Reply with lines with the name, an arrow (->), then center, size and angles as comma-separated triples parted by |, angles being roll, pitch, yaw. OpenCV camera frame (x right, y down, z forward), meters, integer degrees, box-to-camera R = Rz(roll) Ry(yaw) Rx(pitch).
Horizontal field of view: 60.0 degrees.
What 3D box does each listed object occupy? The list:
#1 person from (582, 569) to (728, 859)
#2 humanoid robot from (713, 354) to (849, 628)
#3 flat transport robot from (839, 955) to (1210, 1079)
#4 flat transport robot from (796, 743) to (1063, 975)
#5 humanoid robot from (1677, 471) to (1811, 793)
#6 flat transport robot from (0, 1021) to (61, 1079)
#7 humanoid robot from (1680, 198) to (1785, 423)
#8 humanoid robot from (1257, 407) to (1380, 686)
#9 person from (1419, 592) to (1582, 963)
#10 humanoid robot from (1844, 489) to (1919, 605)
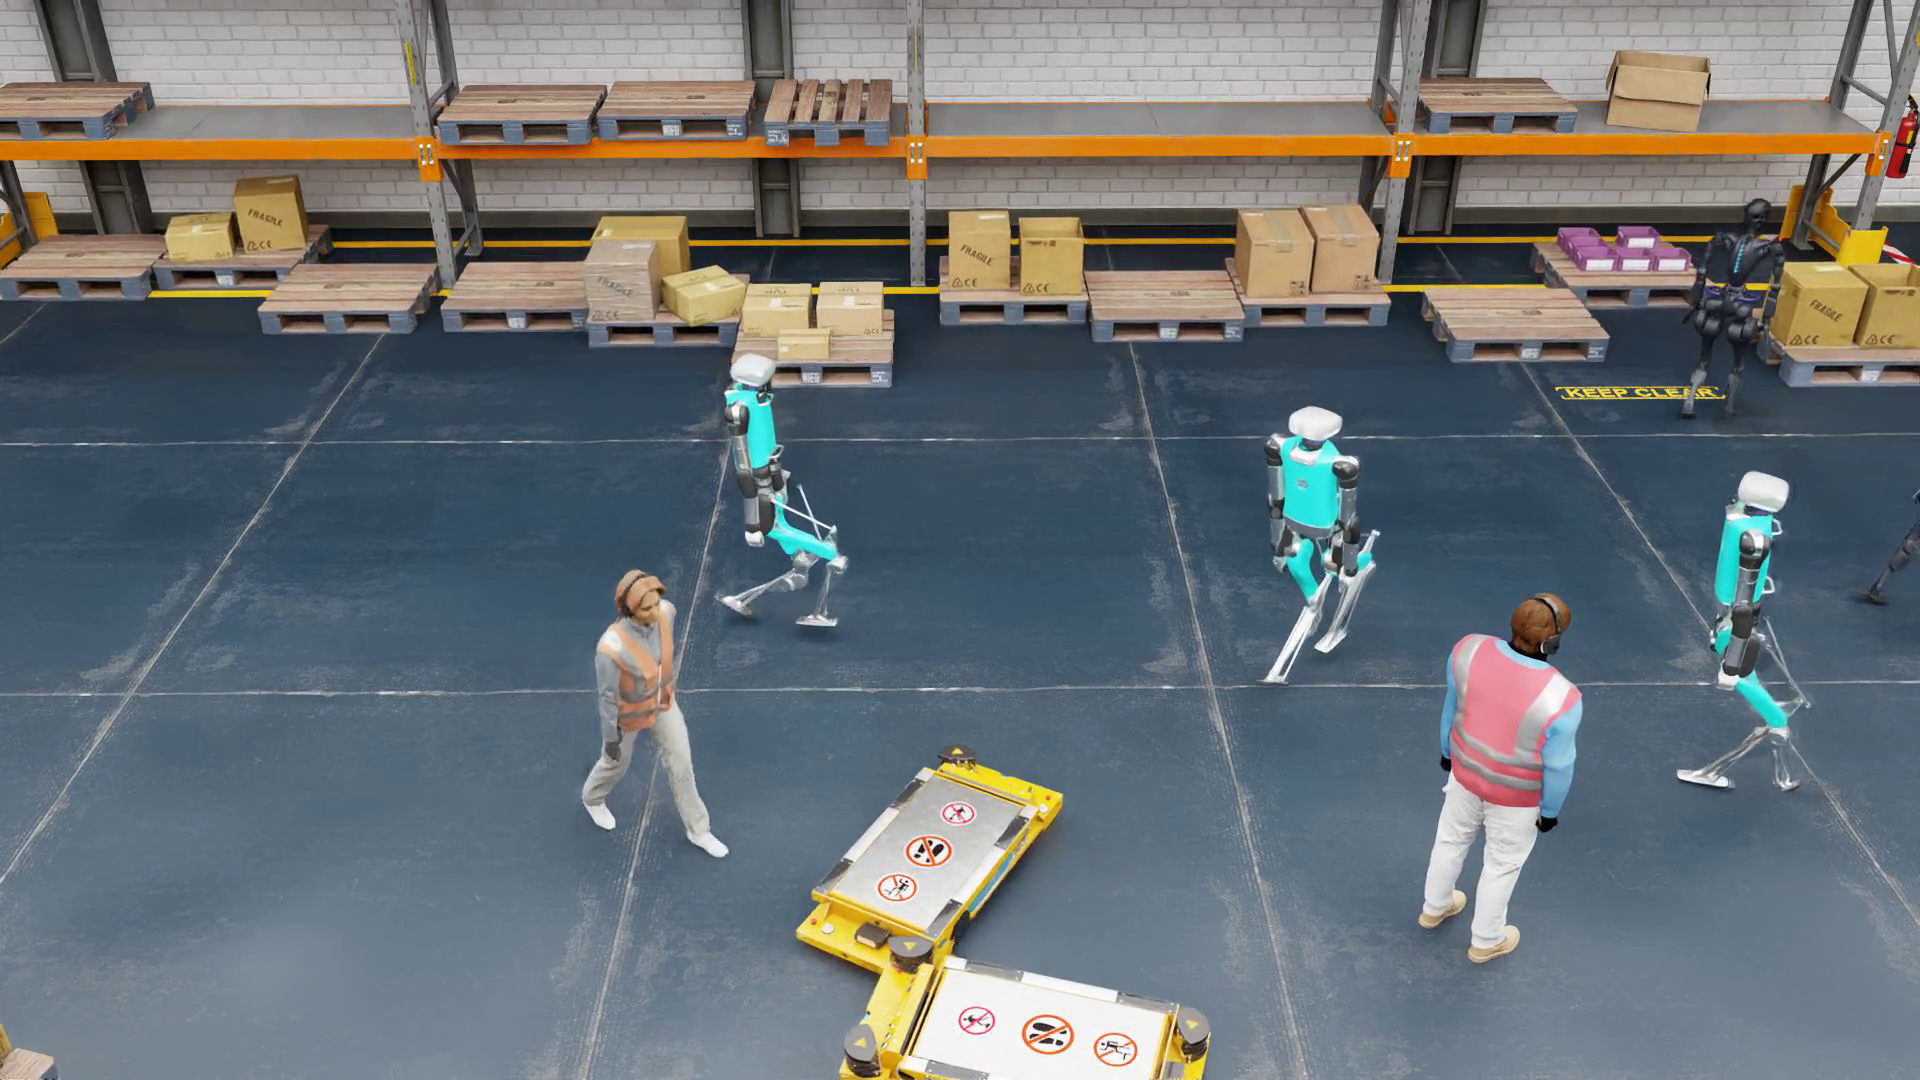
person -> -1.546, 0.784, 7.825 | 0.818, 1.587, 0.530 | 19, 36, 29
humanoid robot -> -0.966, -0.204, 9.319 | 0.997, 1.741, 0.557 | 5, 31, 9
flat transport robot -> 0.279, 2.114, 6.892 | 1.431, 0.231, 0.659 | 8, 32, 14
flat transport robot -> -0.114, 1.509, 7.899 | 0.659, 0.231, 1.431 | 16, 34, 24
humanoid robot -> 3.980, 0.574, 8.129 | 0.773, 1.891, 0.544 | 9, 32, 14
flat transport robot -> -4.127, 2.512, 6.228 | 1.431, 0.231, 0.659 | 9, 32, 14
humanoid robot -> 5.406, -1.593, 11.717 | 0.606, 1.665, 0.412 | 22, 37, 31
humanoid robot -> 1.975, 0.004, 8.983 | 0.553, 1.718, 1.043 | 23, 38, 34
person -> 2.345, 1.021, 7.200 | 0.431, 1.836, 0.628 | -23, 38, -33
humanoid robot -> 5.709, -0.257, 9.519 | 0.808, 1.630, 0.602 | 3, 31, 5
